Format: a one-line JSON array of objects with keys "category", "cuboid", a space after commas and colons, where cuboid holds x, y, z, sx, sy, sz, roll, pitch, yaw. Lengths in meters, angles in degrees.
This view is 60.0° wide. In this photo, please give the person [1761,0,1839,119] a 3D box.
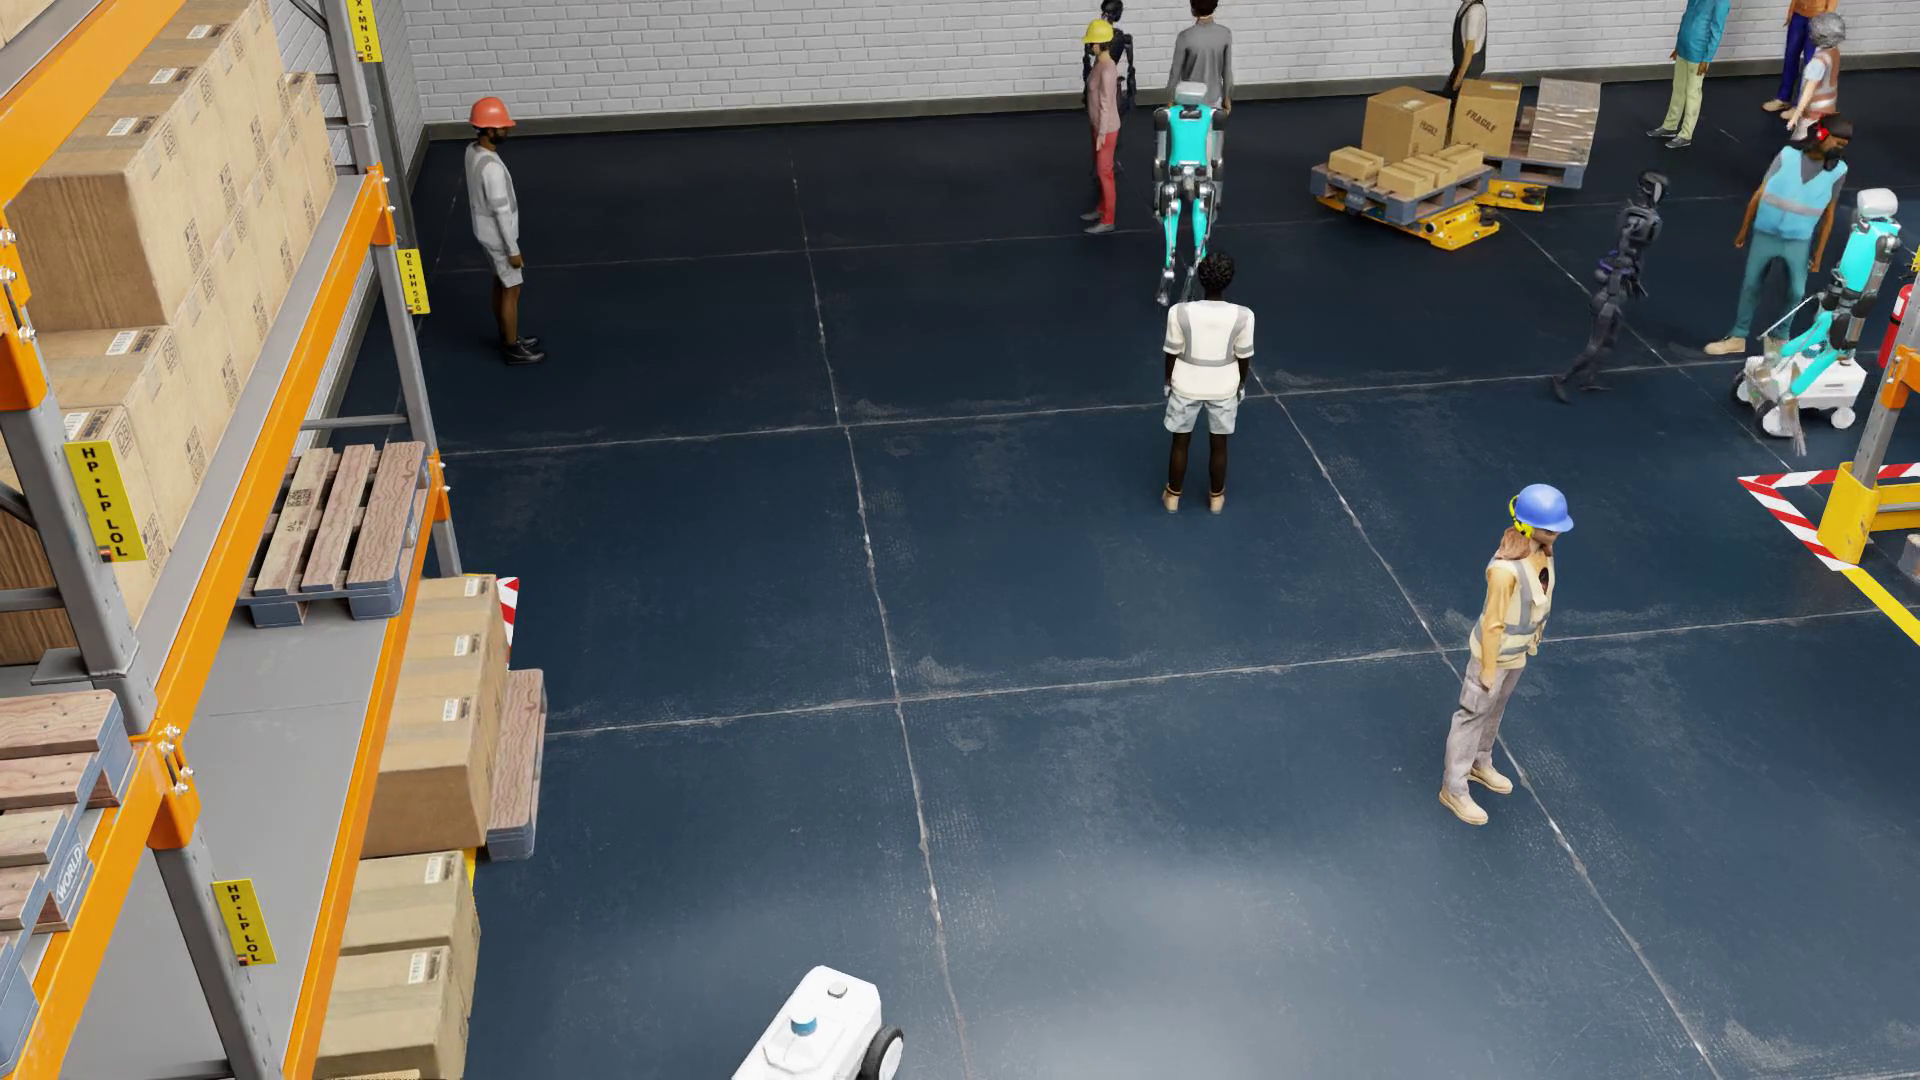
[{"category": "person", "cuboid": [8.237, -5.100, 16.115, 0.403, 1.975, 0.516, -12, 35, -18]}]

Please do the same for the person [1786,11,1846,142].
[{"category": "person", "cuboid": [7.268, -3.662, 14.181, 0.463, 1.652, 0.468, 20, 38, 28]}]

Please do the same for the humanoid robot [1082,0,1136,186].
[{"category": "humanoid robot", "cuboid": [1.250, -3.915, 14.585, 0.601, 1.649, 0.444, 26, 41, 34]}]

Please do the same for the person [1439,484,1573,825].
[{"category": "person", "cuboid": [2.529, 0.511, 7.687, 0.316, 1.778, 0.469, 27, 42, 35]}]

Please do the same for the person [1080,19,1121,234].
[{"category": "person", "cuboid": [1.142, -3.403, 13.706, 0.347, 1.757, 0.519, -2, 33, -3]}]

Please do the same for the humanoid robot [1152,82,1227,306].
[{"category": "humanoid robot", "cuboid": [1.665, -2.405, 12.212, 0.536, 1.783, 0.860, 2, 33, 4]}]

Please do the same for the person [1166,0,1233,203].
[{"category": "person", "cuboid": [2.036, -3.787, 14.172, 0.583, 1.881, 0.458, -4, 33, -6]}]

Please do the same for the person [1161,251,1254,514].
[{"category": "person", "cuboid": [1.463, -0.915, 9.955, 0.535, 1.691, 0.319, 2, 33, 3]}]

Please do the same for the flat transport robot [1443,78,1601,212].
[{"category": "flat transport robot", "cuboid": [4.938, -3.305, 14.917, 0.659, 0.231, 1.431, 11, 35, 16]}]

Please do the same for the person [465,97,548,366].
[{"category": "person", "cuboid": [-3.187, -2.139, 11.619, 0.388, 1.926, 0.546, -17, 37, -24]}]

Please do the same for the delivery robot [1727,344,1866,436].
[{"category": "delivery robot", "cuboid": [5.646, -1.041, 11.179, 0.788, 0.587, 0.499, -1, 33, -2]}]

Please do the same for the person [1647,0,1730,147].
[{"category": "person", "cuboid": [6.817, -4.554, 15.467, 0.322, 1.755, 0.562, -6, 34, -9]}]

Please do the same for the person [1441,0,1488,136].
[{"category": "person", "cuboid": [4.513, -4.273, 15.017, 0.541, 1.802, 0.734, 5, 33, 7]}]

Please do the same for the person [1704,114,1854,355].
[{"category": "person", "cuboid": [5.772, -2.113, 11.656, 0.678, 1.846, 0.377, 17, 37, 24]}]

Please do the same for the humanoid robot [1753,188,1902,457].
[{"category": "humanoid robot", "cuboid": [5.422, -1.366, 10.612, 0.673, 1.816, 0.539, 3, 33, 5]}]

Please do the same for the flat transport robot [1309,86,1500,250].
[{"category": "flat transport robot", "cuboid": [3.819, -2.844, 14.210, 0.659, 0.231, 1.431, -25, 41, -33]}]

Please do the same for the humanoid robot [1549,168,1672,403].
[{"category": "humanoid robot", "cuboid": [4.379, -1.722, 11.209, 0.454, 1.647, 0.598, 22, 39, 30]}]

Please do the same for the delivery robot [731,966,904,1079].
[{"category": "delivery robot", "cuboid": [-0.594, 2.037, 6.463, 0.499, 0.587, 0.777, 15, 36, 21]}]
